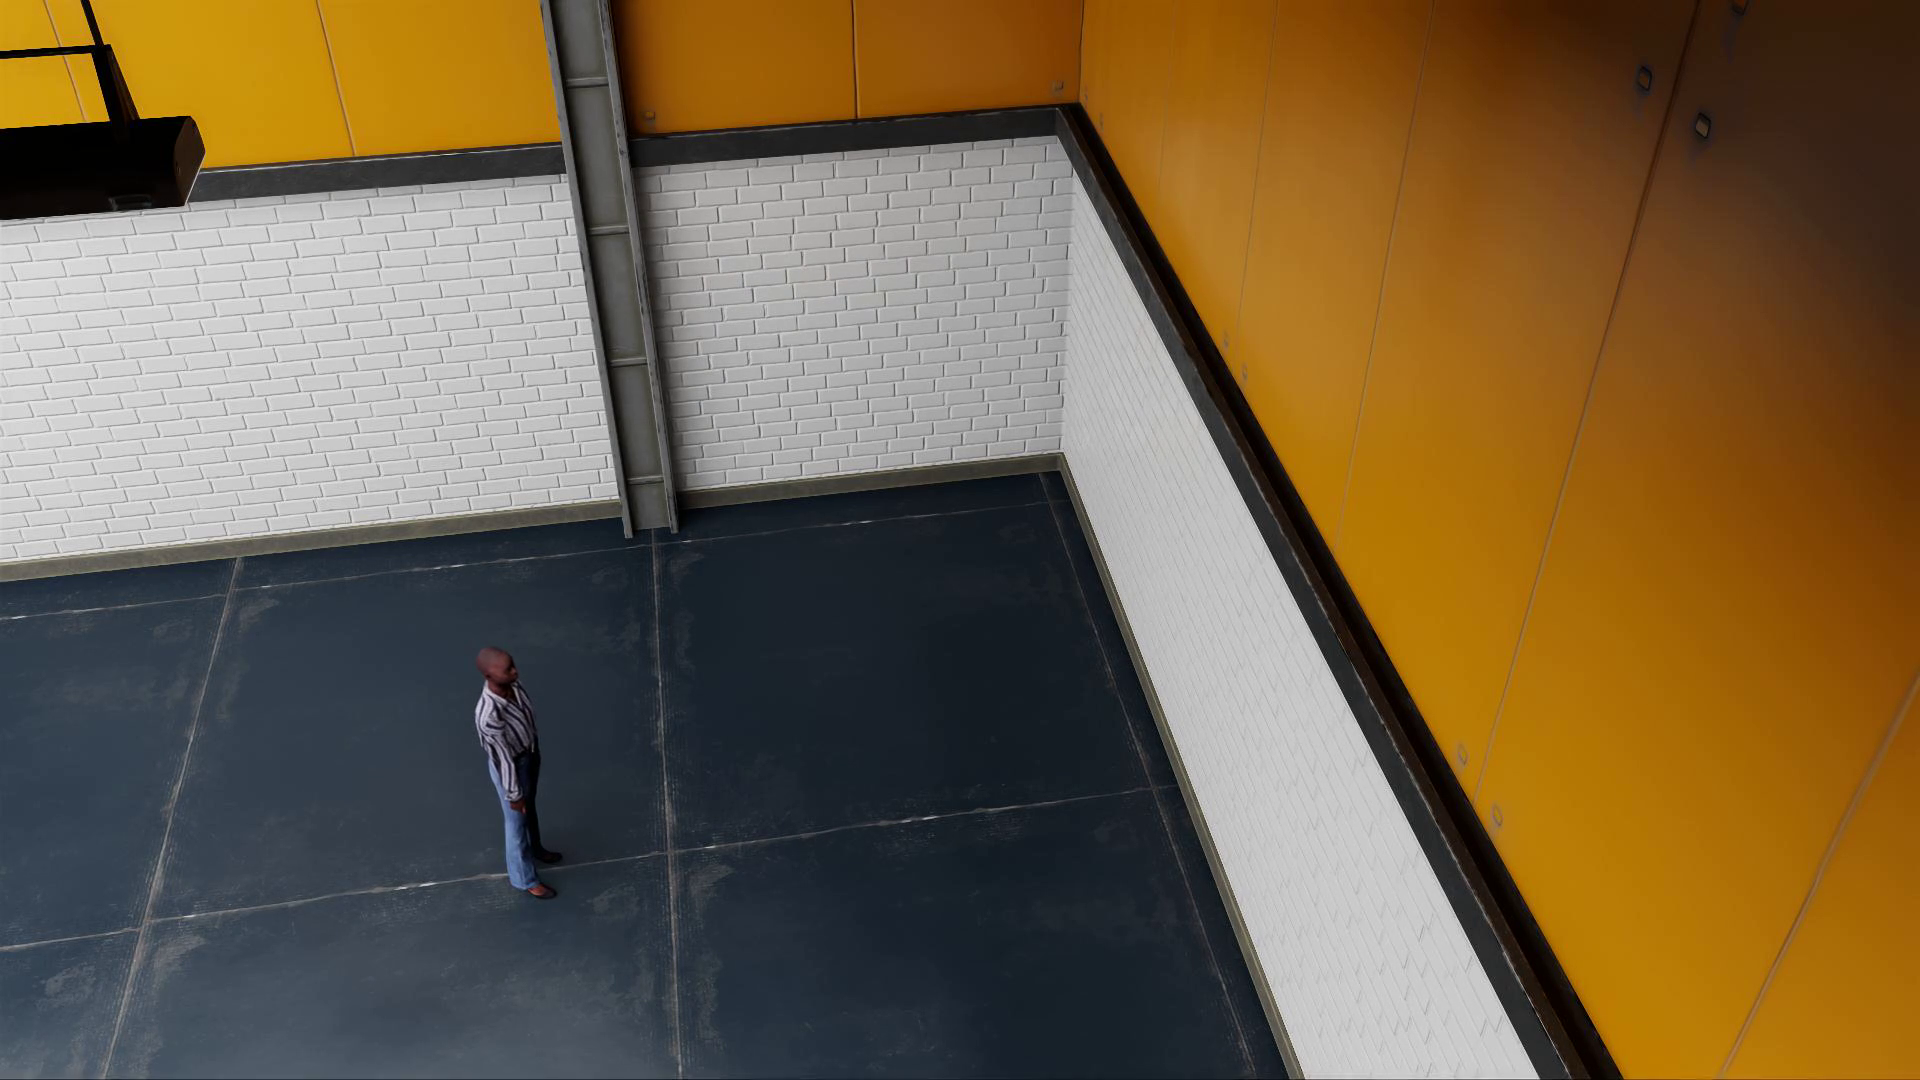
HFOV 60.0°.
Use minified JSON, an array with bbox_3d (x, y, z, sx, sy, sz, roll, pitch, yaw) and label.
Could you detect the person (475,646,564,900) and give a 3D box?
[{"bbox_3d":[-2.485,1.278,9.305,0.611,1.794,0.667,0,39,0],"label":"person"}]
